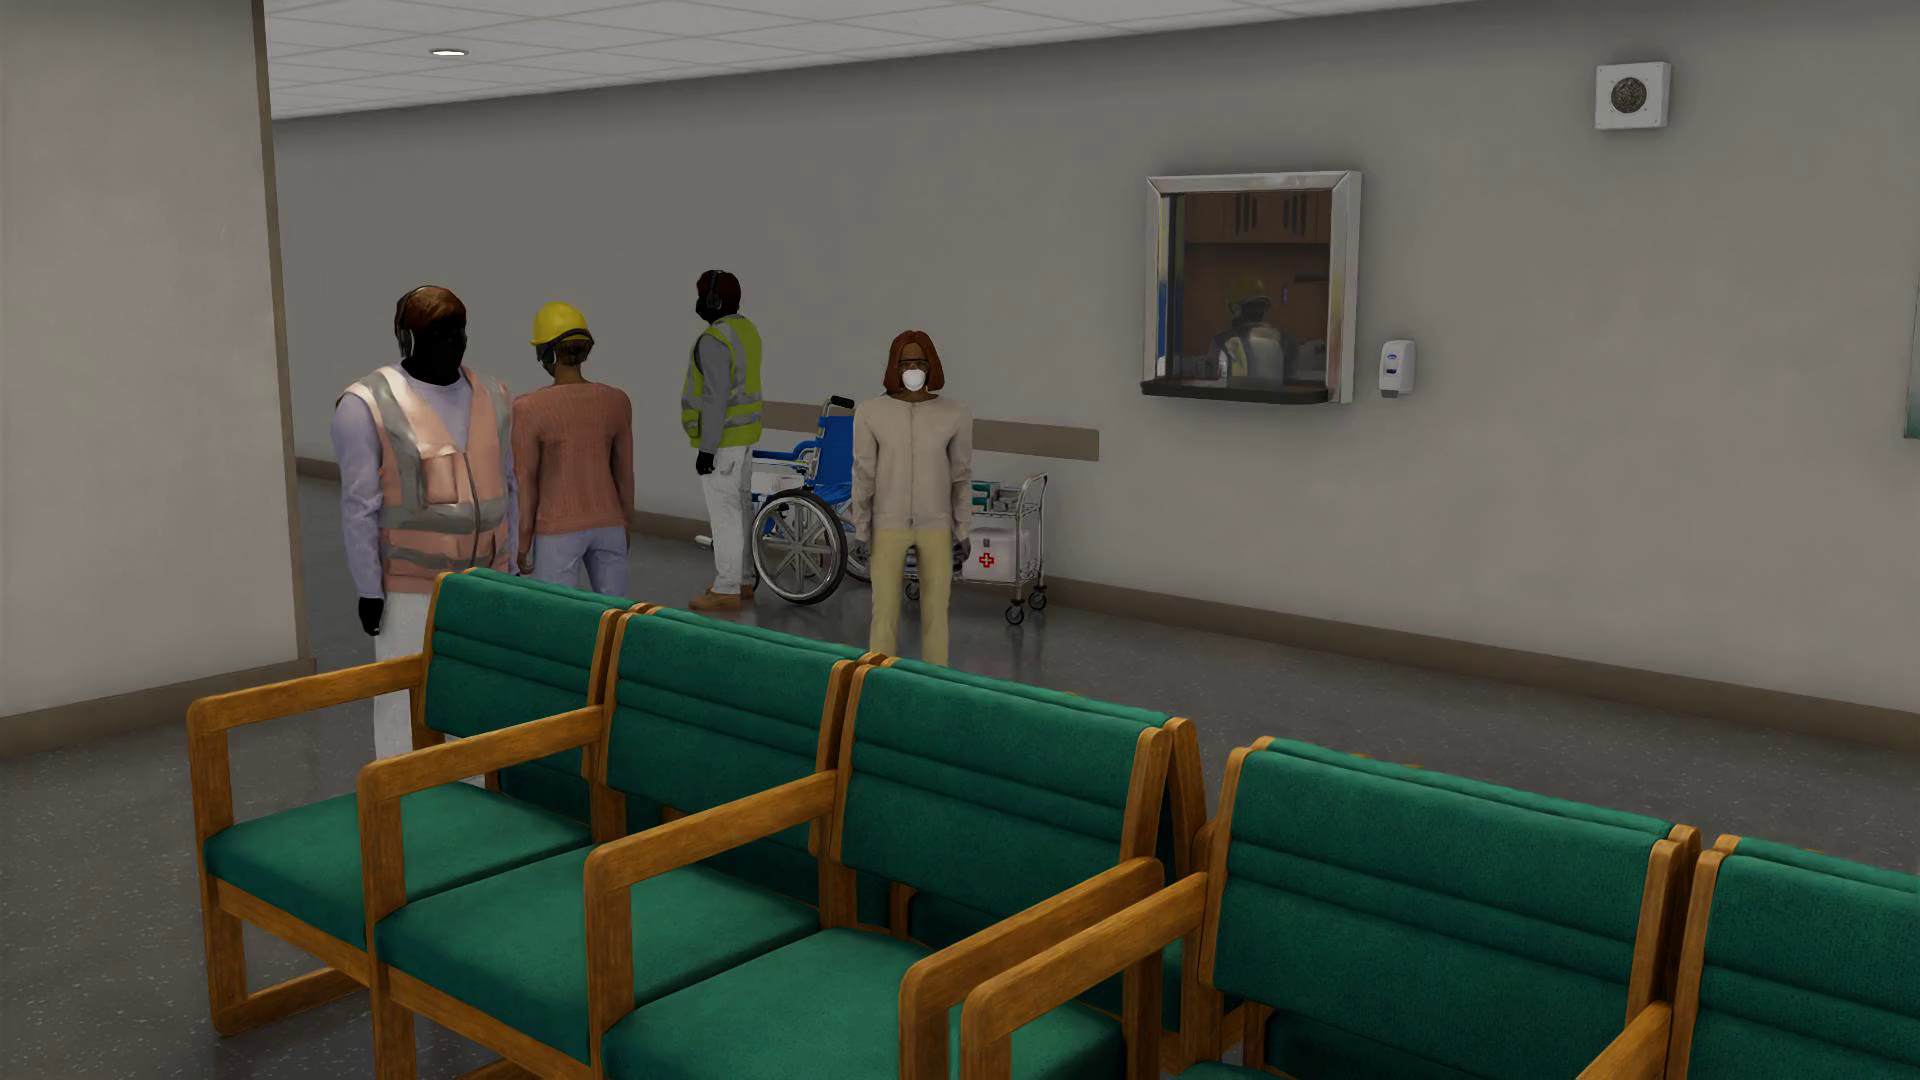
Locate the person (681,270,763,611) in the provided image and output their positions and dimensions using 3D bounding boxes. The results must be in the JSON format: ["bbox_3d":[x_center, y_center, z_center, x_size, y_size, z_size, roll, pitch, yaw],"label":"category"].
[{"bbox_3d":[-1.296,-0.538,9.051,0.429,1.844,0.627,2,10,10],"label":"person"}]

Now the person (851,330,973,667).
[{"bbox_3d":[-0.192,-0.032,6.756,0.497,1.633,0.285,-1,10,-7],"label":"person"}]

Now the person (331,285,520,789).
[{"bbox_3d":[-1.655,0.115,5.327,0.430,1.844,0.624,8,13,39],"label":"person"}]

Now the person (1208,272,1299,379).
[{"bbox_3d":[1.626,-0.595,9.417,0.591,1.825,0.403,-4,11,-24],"label":"person"}]

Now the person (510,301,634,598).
[{"bbox_3d":[-1.493,-0.033,6.421,0.521,1.759,0.346,-9,13,-41],"label":"person"}]
